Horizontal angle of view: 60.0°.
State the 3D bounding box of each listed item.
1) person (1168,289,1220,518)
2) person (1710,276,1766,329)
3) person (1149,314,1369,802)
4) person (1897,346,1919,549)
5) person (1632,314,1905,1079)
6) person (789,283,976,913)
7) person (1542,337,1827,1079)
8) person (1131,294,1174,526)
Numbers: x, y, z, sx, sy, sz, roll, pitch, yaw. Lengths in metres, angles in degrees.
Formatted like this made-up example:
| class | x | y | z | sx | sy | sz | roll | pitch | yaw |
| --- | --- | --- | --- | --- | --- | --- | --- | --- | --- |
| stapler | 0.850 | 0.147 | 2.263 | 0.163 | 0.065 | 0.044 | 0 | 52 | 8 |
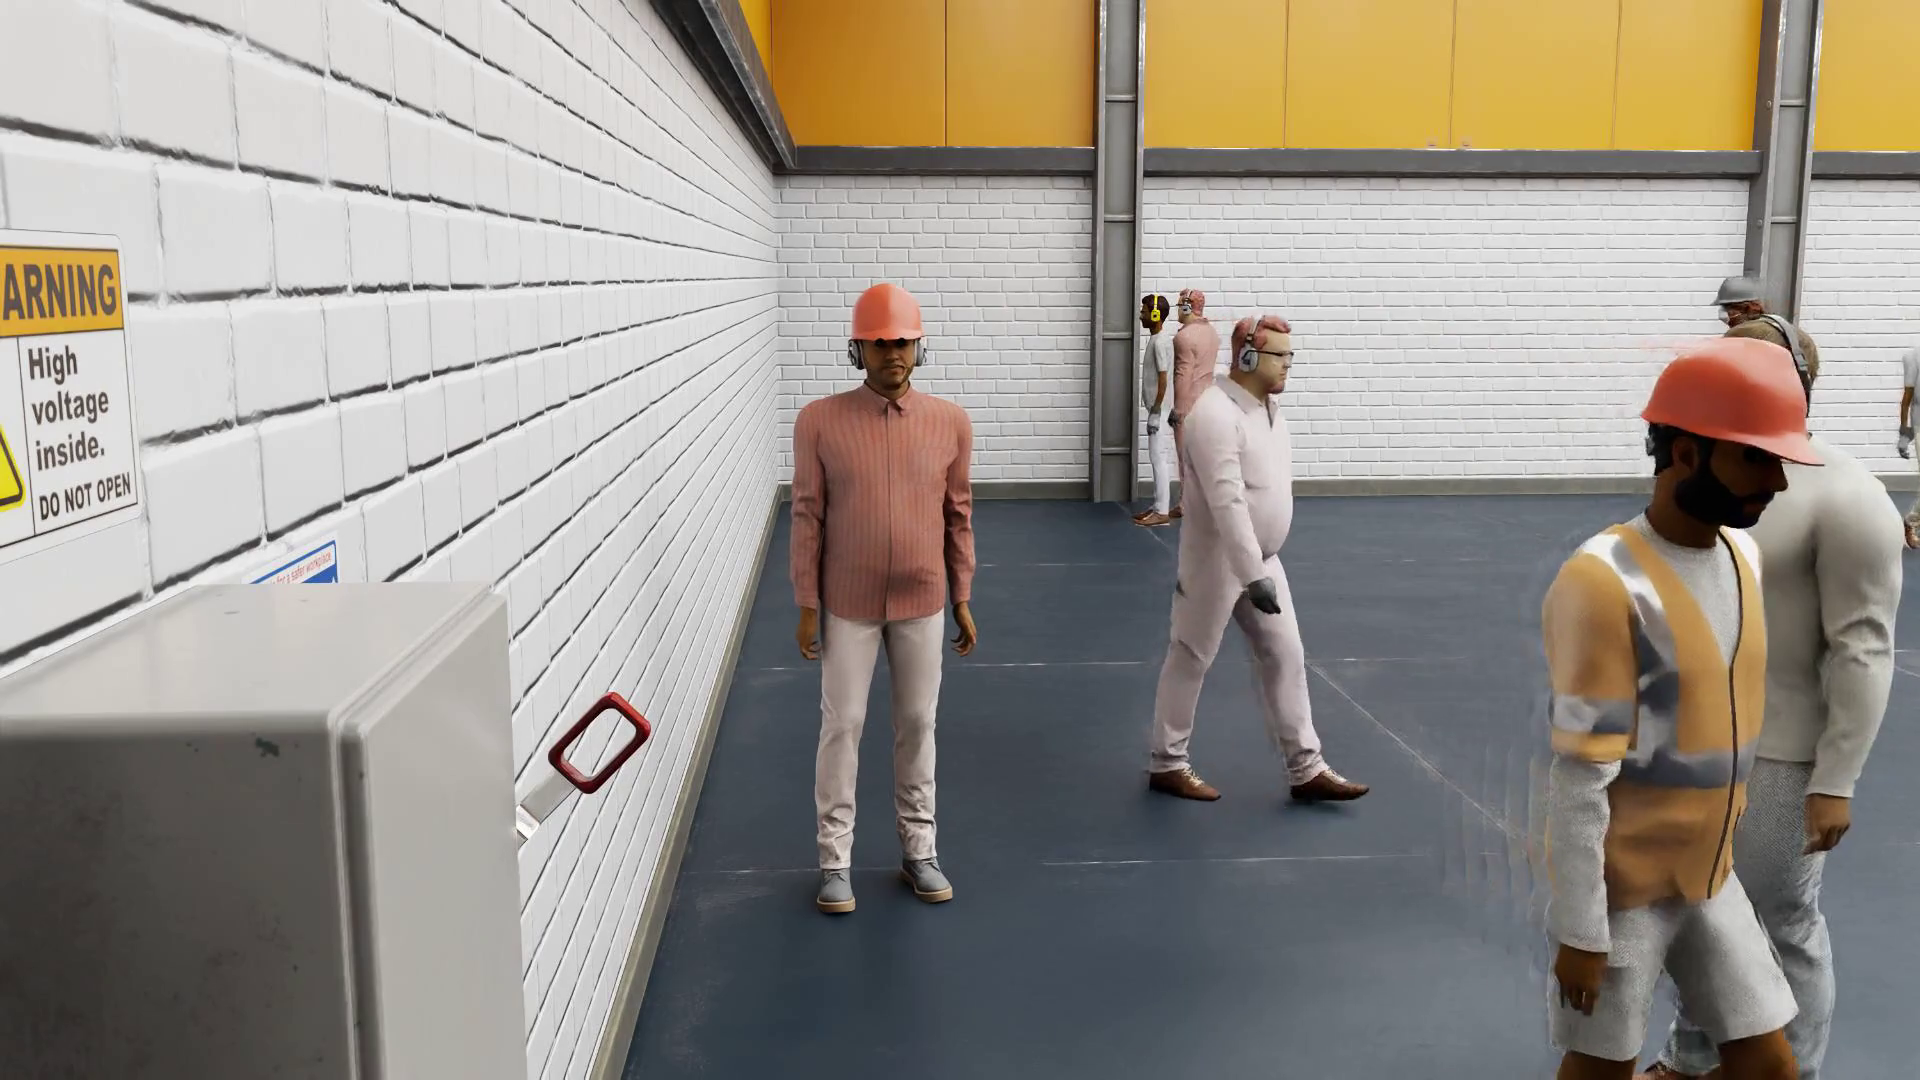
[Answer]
| class | x | y | z | sx | sy | sz | roll | pitch | yaw |
| --- | --- | --- | --- | --- | --- | --- | --- | --- | --- |
| person | 1.911 | -1.139 | 13.929 | 0.410 | 1.909 | 0.643 | 5 | 10 | 29 |
| person | 5.662 | -0.928 | 12.184 | 0.539 | 2.000 | 0.705 | 3 | 9 | 17 |
| person | 1.130 | 0.102 | 6.249 | 0.931 | 1.864 | 0.650 | 7 | 11 | 37 |
| person | 7.027 | -0.790 | 11.983 | 0.530 | 1.836 | 0.841 | 1 | 9 | 4 |
| person | 1.785 | 0.465 | 3.763 | 0.355 | 1.936 | 0.635 | -2 | 9 | -14 |
| person | -0.240 | 0.188 | 5.316 | 0.608 | 1.996 | 0.380 | -3 | 9 | -16 |
| person | 1.259 | 0.600 | 2.982 | 0.579 | 1.911 | 0.495 | -6 | 11 | -33 |
| person | 1.569 | -1.043 | 13.475 | 0.324 | 1.861 | 0.526 | 1 | 9 | 5 |
